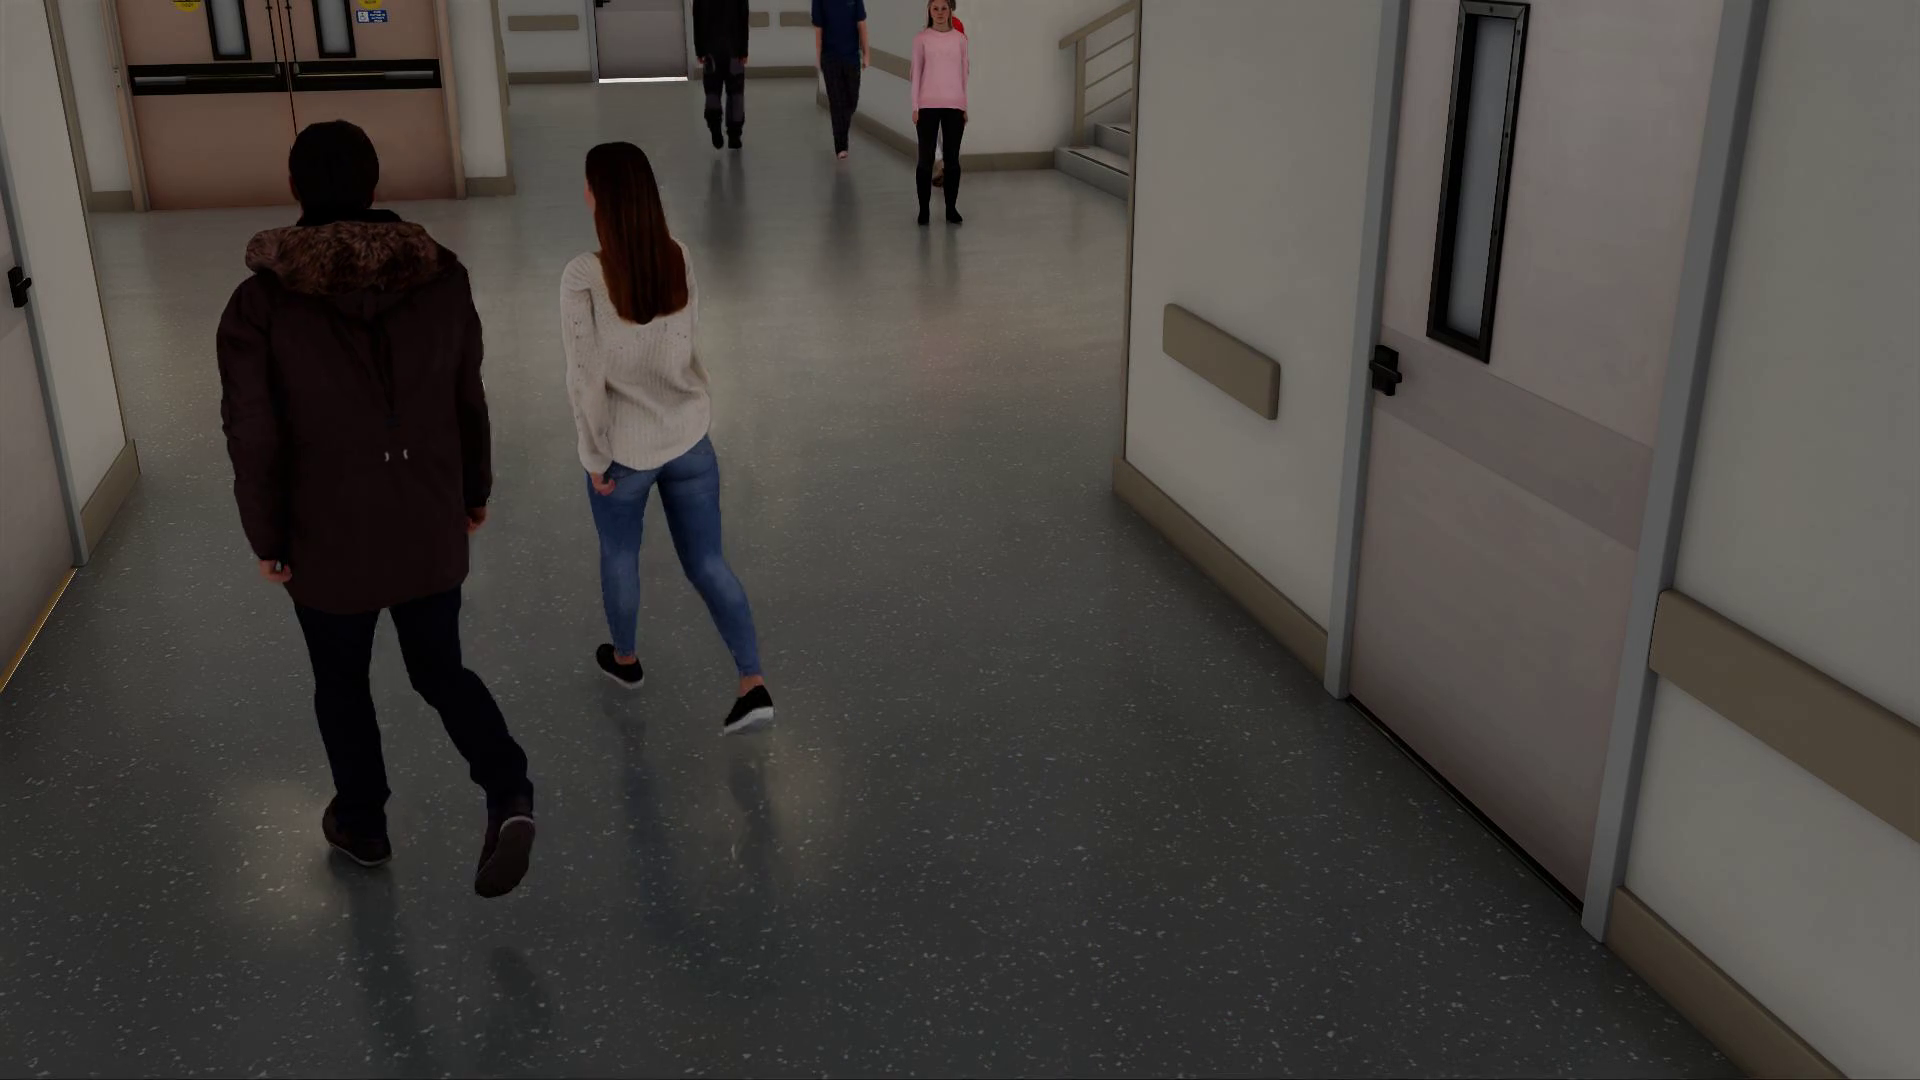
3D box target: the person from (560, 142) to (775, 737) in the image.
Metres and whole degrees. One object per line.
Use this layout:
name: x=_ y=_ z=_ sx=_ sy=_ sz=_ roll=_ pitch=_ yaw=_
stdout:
person: x=-0.807 y=-0.225 z=4.638 sx=1.143 sy=1.652 sz=0.932 roll=-14 pitch=25 yaw=-32

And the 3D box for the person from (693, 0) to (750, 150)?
person: x=-2.341 y=-4.763 z=16.232 sx=1.084 sy=1.927 sz=0.908 roll=-1 pitch=21 yaw=-3

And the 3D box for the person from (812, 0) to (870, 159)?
person: x=-1.149 y=-4.598 z=15.927 sx=1.053 sy=1.835 sz=0.762 roll=-6 pitch=22 yaw=-16

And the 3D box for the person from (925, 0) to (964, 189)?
person: x=-0.096 y=-3.806 z=14.049 sx=0.634 sy=1.683 sz=0.720 roll=-16 pitch=26 yaw=-36

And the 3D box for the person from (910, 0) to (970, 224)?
person: x=-0.149 y=-3.272 z=12.635 sx=0.488 sy=1.687 sz=0.669 roll=-4 pitch=21 yaw=-10

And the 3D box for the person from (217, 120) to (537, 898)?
person: x=-1.296 y=0.001 z=3.814 sx=1.129 sy=1.815 sz=1.083 roll=-17 pitch=27 yaw=-38
